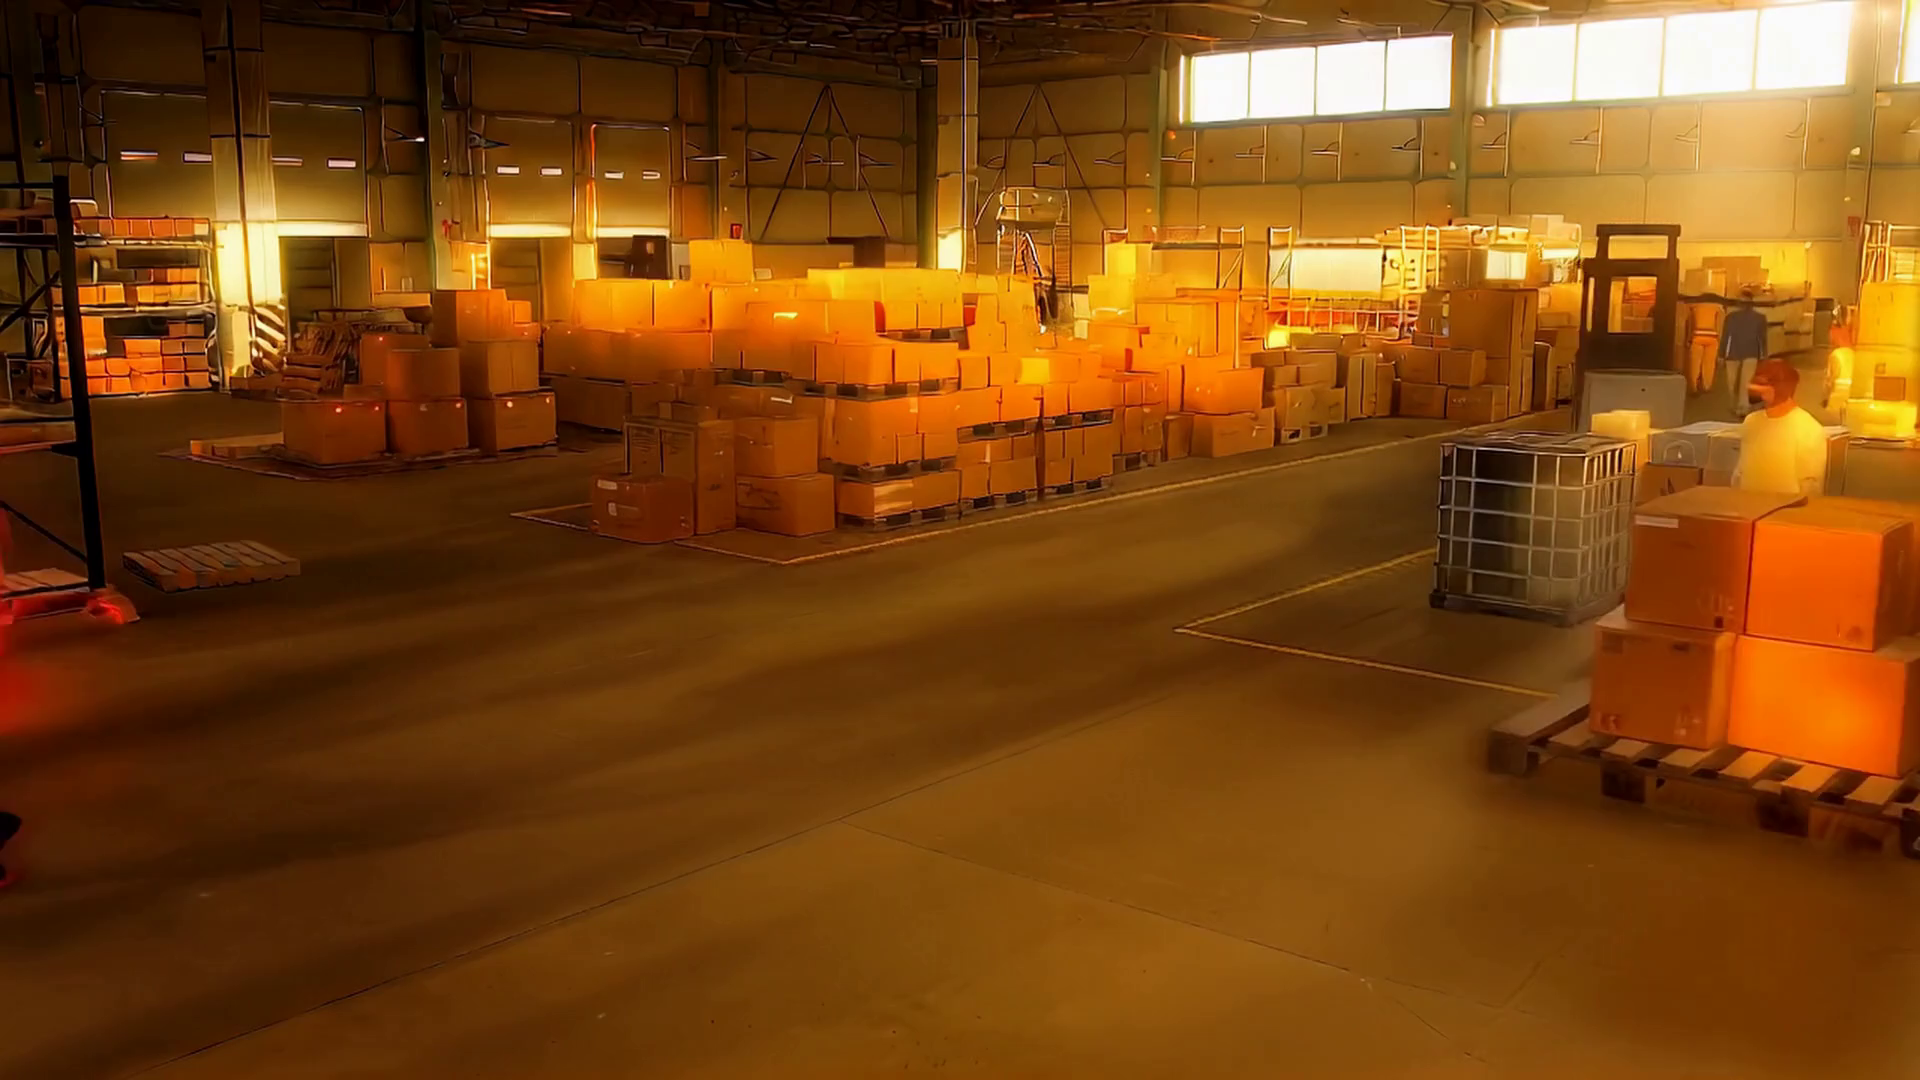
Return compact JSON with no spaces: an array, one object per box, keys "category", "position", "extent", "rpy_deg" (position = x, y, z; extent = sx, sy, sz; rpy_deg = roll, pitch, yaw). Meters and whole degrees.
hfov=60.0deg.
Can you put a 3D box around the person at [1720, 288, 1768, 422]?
[{"category":"person","position":[11.633,-2.758,24.712],"extent":[0.623,1.960,0.978],"rpy_deg":[5,11,29]}]

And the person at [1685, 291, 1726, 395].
[{"category":"person","position":[12.984,-3.439,29.024],"extent":[0.632,1.816,0.869],"rpy_deg":[6,12,32]}]

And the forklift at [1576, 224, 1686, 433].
[{"category":"forklift","position":[7.996,-2.362,19.839],"extent":[1.129,2.768,1.873],"rpy_deg":[2,10,14]}]

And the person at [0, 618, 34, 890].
[{"category":"person","position":[-3.946,0.449,6.440],"extent":[0.420,1.954,0.619],"rpy_deg":[-8,12,-37]}]

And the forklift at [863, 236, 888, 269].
[{"category":"forklift","position":[-2.001,-5.814,39.492],"extent":[1.873,2.768,1.129],"rpy_deg":[2,10,14]}]

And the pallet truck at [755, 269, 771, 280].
[{"category":"pallet truck","position":[-4.996,-6.432,45.525],"extent":[1.885,1.965,0.823],"rpy_deg":[-6,12,-32]}]

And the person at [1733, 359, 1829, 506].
[{"category":"person","position":[4.568,-0.050,9.366],"extent":[0.375,1.936,0.628],"rpy_deg":[-2,10,-12]}]

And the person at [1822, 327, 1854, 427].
[{"category":"person","position":[10.189,-1.651,19.334],"extent":[0.515,1.636,0.315],"rpy_deg":[-8,13,-39]}]

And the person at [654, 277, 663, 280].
[{"category":"person","position":[-6.508,-4.724,36.010],"extent":[0.639,1.926,0.367],"rpy_deg":[-4,11,-21]}]

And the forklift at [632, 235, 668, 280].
[{"category":"forklift","position":[-6.875,-5.401,37.141],"extent":[1.873,2.768,1.129],"rpy_deg":[5,11,25]}]
